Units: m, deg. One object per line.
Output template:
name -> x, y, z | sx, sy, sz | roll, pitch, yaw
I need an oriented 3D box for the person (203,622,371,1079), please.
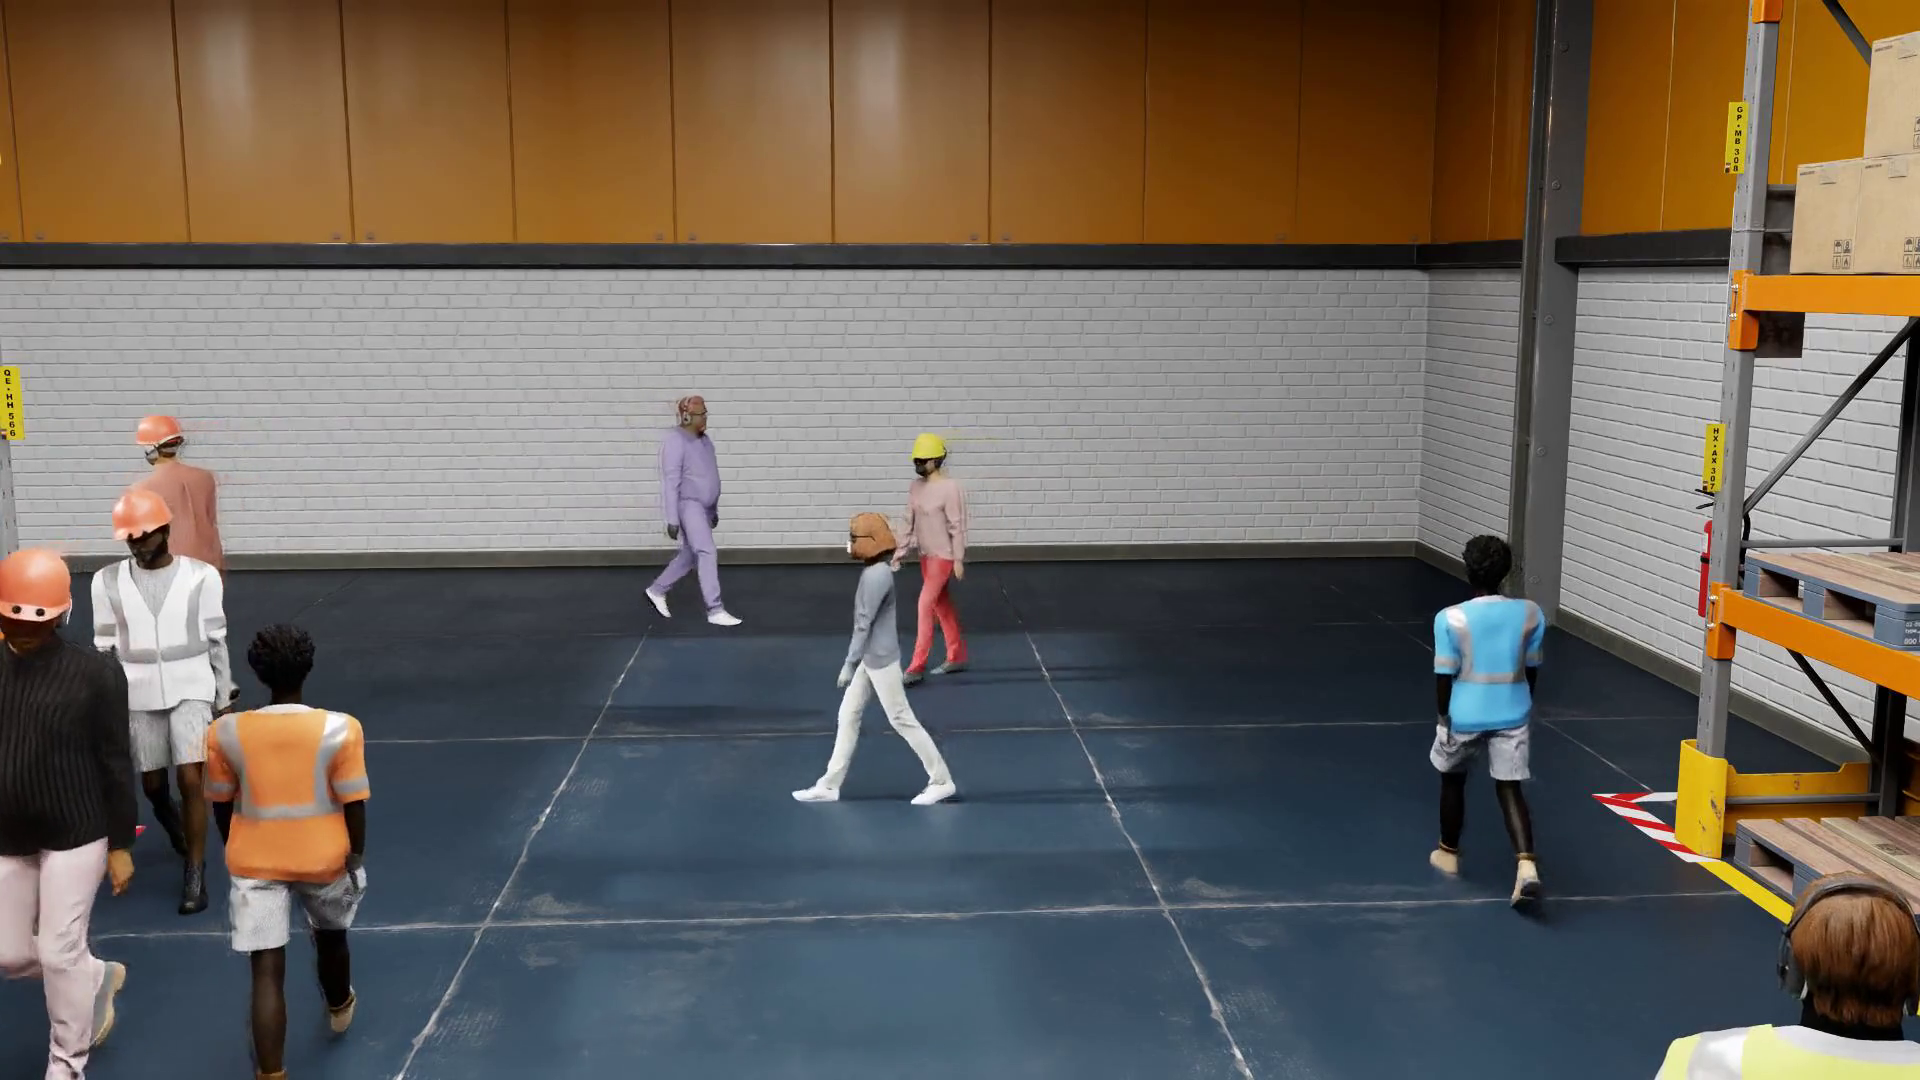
person -> -2.322, 1.095, 5.798 | 0.545, 1.642, 0.903 | -2, 9, -14

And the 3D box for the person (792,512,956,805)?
person -> -0.431, 0.641, 8.855 | 0.872, 1.589, 0.497 | -1, 9, -6

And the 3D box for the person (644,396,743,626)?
person -> -2.209, -0.248, 13.537 | 0.897, 1.873, 0.649 | 3, 9, 16

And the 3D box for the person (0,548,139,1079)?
person -> -3.056, 0.971, 5.624 | 0.627, 1.959, 0.624 | 1, 9, 5

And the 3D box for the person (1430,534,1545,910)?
person -> 2.406, 0.807, 7.546 | 0.530, 1.668, 0.772 | 0, 9, -1

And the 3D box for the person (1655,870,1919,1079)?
person -> 1.494, 1.465, 2.882 | 0.627, 1.844, 0.429 | 4, 10, 22

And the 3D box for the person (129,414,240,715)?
person -> -4.870, 0.202, 10.374 | 0.486, 1.978, 0.644 | 4, 10, 25

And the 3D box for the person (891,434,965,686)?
person -> -0.263, 0.137, 11.571 | 0.811, 1.736, 0.546 | -6, 11, -31

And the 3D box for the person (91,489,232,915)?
person -> -3.631, 0.686, 7.614 | 0.553, 1.907, 0.828 | -3, 10, -19
